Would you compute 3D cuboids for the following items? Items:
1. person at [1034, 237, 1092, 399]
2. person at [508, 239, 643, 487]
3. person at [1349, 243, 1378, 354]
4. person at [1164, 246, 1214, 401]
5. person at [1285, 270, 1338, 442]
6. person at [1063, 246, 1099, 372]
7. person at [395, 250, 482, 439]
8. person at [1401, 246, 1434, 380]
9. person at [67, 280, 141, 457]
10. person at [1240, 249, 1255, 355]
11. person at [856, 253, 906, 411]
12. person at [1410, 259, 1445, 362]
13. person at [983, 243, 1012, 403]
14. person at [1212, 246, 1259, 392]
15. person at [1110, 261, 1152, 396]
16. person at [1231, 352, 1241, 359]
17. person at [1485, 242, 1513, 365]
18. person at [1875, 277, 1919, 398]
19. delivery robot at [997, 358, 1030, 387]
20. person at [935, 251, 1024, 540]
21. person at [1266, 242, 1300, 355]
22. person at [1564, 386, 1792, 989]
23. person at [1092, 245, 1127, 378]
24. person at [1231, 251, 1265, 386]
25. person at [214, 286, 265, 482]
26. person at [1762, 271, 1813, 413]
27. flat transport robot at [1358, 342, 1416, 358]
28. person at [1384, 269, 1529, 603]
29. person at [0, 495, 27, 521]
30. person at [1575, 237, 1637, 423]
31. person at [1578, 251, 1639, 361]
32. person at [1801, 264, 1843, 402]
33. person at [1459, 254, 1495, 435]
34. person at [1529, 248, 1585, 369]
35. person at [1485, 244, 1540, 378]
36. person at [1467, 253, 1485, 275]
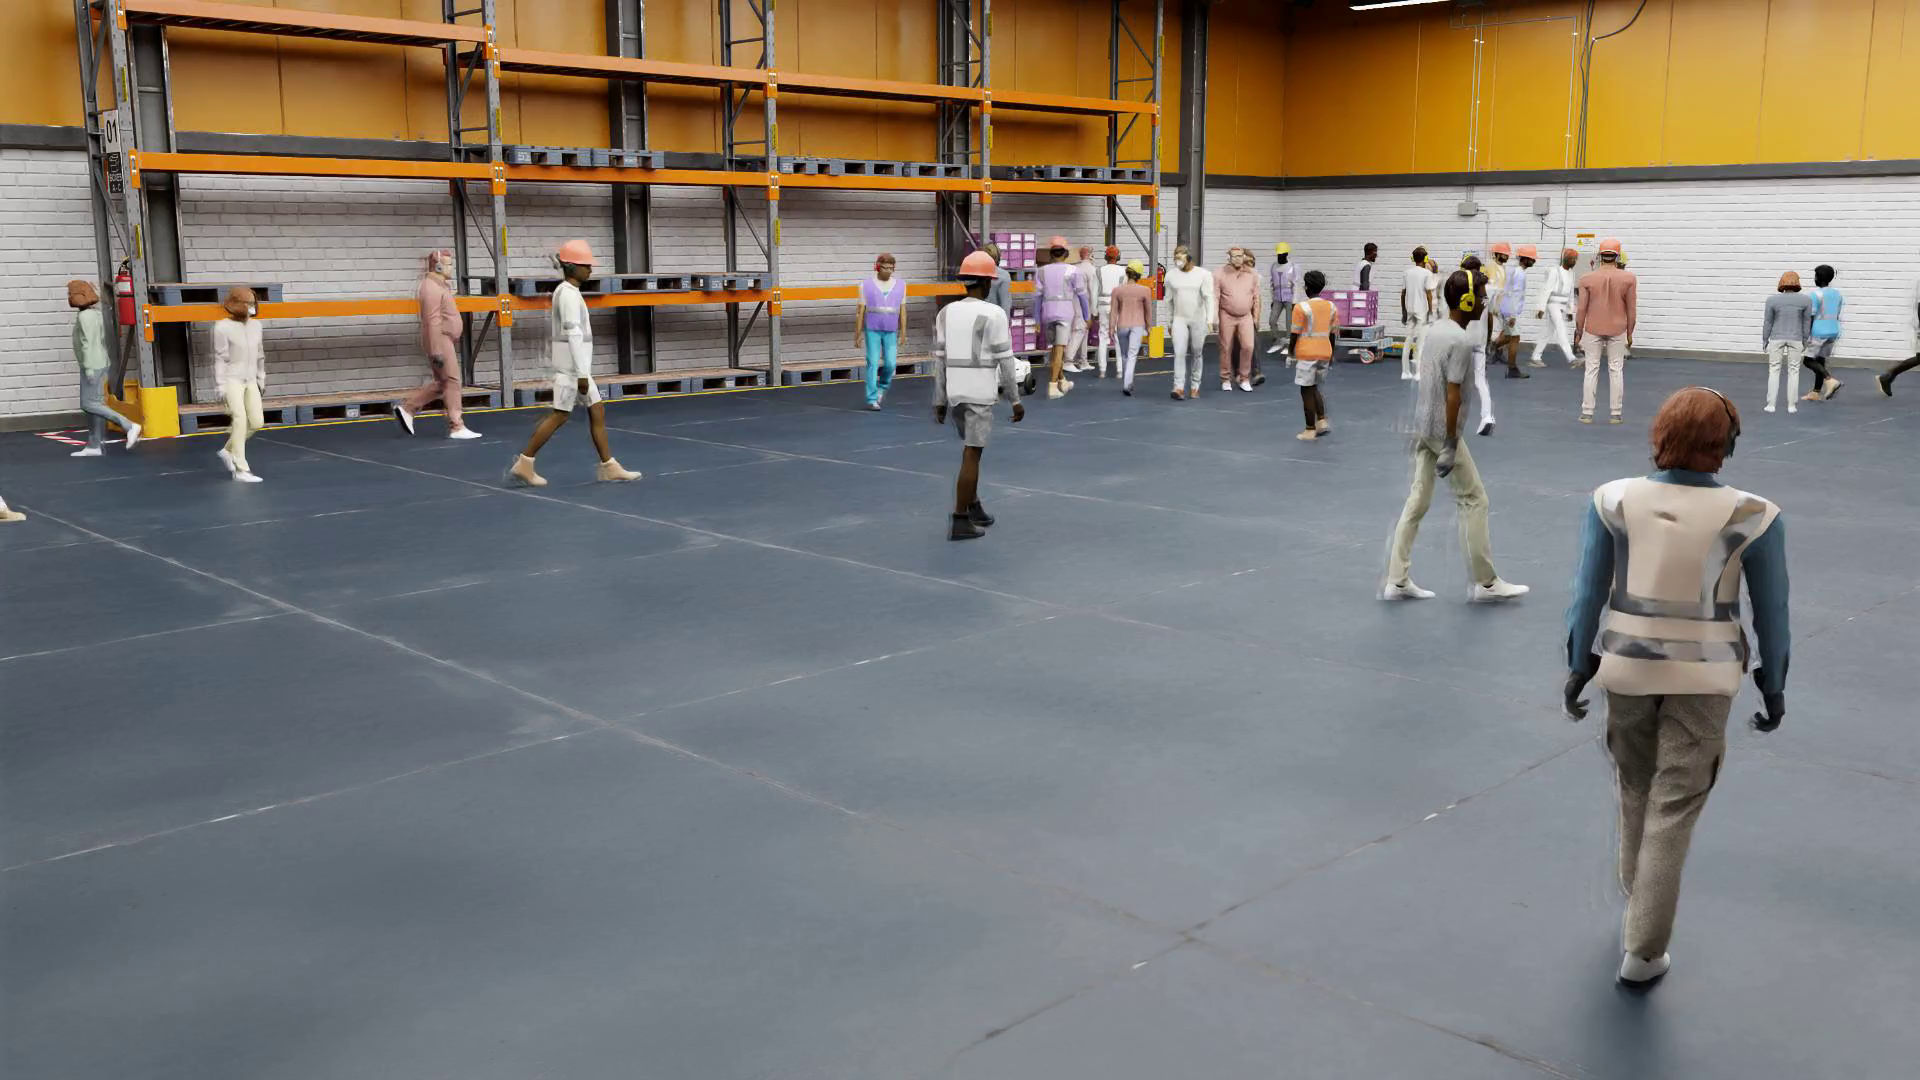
[{"bbox_3d":[1.301,-2.796,20.923,0.631,1.992,1.003,6,12,30],"label":"person"},{"bbox_3d":[-3.160,-1.407,13.364,1.040,1.996,0.626,-2,11,-12],"label":"person"},{"bbox_3d":[6.889,-4.123,28.450,0.442,1.903,0.591,2,11,9],"label":"person"},{"bbox_3d":[2.785,-2.643,20.370,0.665,1.876,1.007,3,11,16],"label":"person"},{"bbox_3d":[3.444,-1.798,16.333,0.532,1.684,0.374,-6,12,-31],"label":"person"},{"bbox_3d":[1.775,-3.437,24.802,0.695,1.868,0.664,-5,12,-26],"label":"person"},{"bbox_3d":[-5.207,-1.927,16.484,0.749,1.883,0.652,-3,11,-14],"label":"person"},{"bbox_3d":[6.419,-3.173,23.310,0.320,1.871,0.533,-8,13,-37],"label":"person"},{"bbox_3d":[-7.877,-1.562,15.205,0.537,1.621,0.503,-4,11,-20],"label":"person"},{"bbox_3d":[4.747,-3.972,27.835,0.460,1.812,0.660,0,10,0],"label":"person"},{"bbox_3d":[-0.942,-2.418,19.343,0.635,1.817,0.578,-3,11,-17],"label":"person"},{"bbox_3d":[7.428,-3.622,26.383,0.512,1.642,0.312,10,14,44],"label":"person"},{"bbox_3d":[0.379,-2.580,19.914,0.654,1.925,0.428,8,13,38],"label":"person"},{"bbox_3d":[3.570,-2.850,21.516,0.674,1.880,0.723,-1,10,-5],"label":"person"},{"bbox_3d":[2.167,-2.705,21.221,0.515,1.706,0.968,3,11,17],"label":"person"},{"bbox_3d":[4.393,-3.722,26.465,0.595,1.805,0.520,0,10,0],"label":"person"},{"bbox_3d":[8.411,-3.683,25.984,0.568,1.915,0.623,-10,15,-44],"label":"person"},{"bbox_3d":[11.659,-2.619,20.150,0.623,1.932,0.783,-9,14,-41],"label":"person"},{"bbox_3d":[0.606,-2.133,20.974,0.477,0.478,0.707,5,12,27],"label":"delivery robot"},{"bbox_3d":[0.156,-0.970,11.206,0.571,1.909,0.772,10,14,43],"label":"person"},{"bbox_3d":[5.481,-4.084,28.191,0.603,1.901,0.550,9,14,41],"label":"person"},{"bbox_3d":[2.008,0.382,4.609,0.546,1.607,0.744,9,14,40],"label":"person"},{"bbox_3d":[2.167,-3.251,23.695,0.583,1.883,0.337,2,11,13],"label":"person"},{"bbox_3d":[3.866,-2.980,22.451,0.524,1.793,0.958,-2,11,-9],"label":"person"},{"bbox_3d":[-5.969,-1.283,13.701,0.469,1.614,0.541,4,11,20],"label":"person"},{"bbox_3d":[9.467,-2.269,19.072,0.492,1.624,0.310,4,11,23],"label":"person"},{"bbox_3d":[7.407,-3.172,27.671,0.652,0.197,1.431,-8,13,-36],"label":"flat transport robot"},{"bbox_3d":[2.764,-0.558,9.174,0.872,1.835,0.542,-2,11,-10],"label":"person"},{"bbox_3d":[-7.155,-0.980,11.573,0.931,1.814,0.617,-2,11,-9],"label":"person"},{"bbox_3d":[6.962,-2.253,17.951,0.608,1.996,0.382,3,11,17],"label":"person"},{"bbox_3d":[10.527,-3.778,26.944,0.922,1.792,0.630,2,11,13],"label":"person"},{"bbox_3d":[10.432,-2.473,20.026,0.540,1.681,0.541,-5,11,-24],"label":"person"},{"bbox_3d":[5.259,-2.000,17.037,0.520,1.836,0.914,0,10,-2],"label":"person"},{"bbox_3d":[9.113,-3.501,25.240,0.657,1.814,1.016,-9,14,-41],"label":"person"},{"bbox_3d":[7.750,-3.228,23.524,0.766,1.905,0.563,2,11,12],"label":"person"},{"bbox_3d":[8.191,-3.757,26.831,0.560,1.739,0.484,3,11,17],"label":"person"}]
